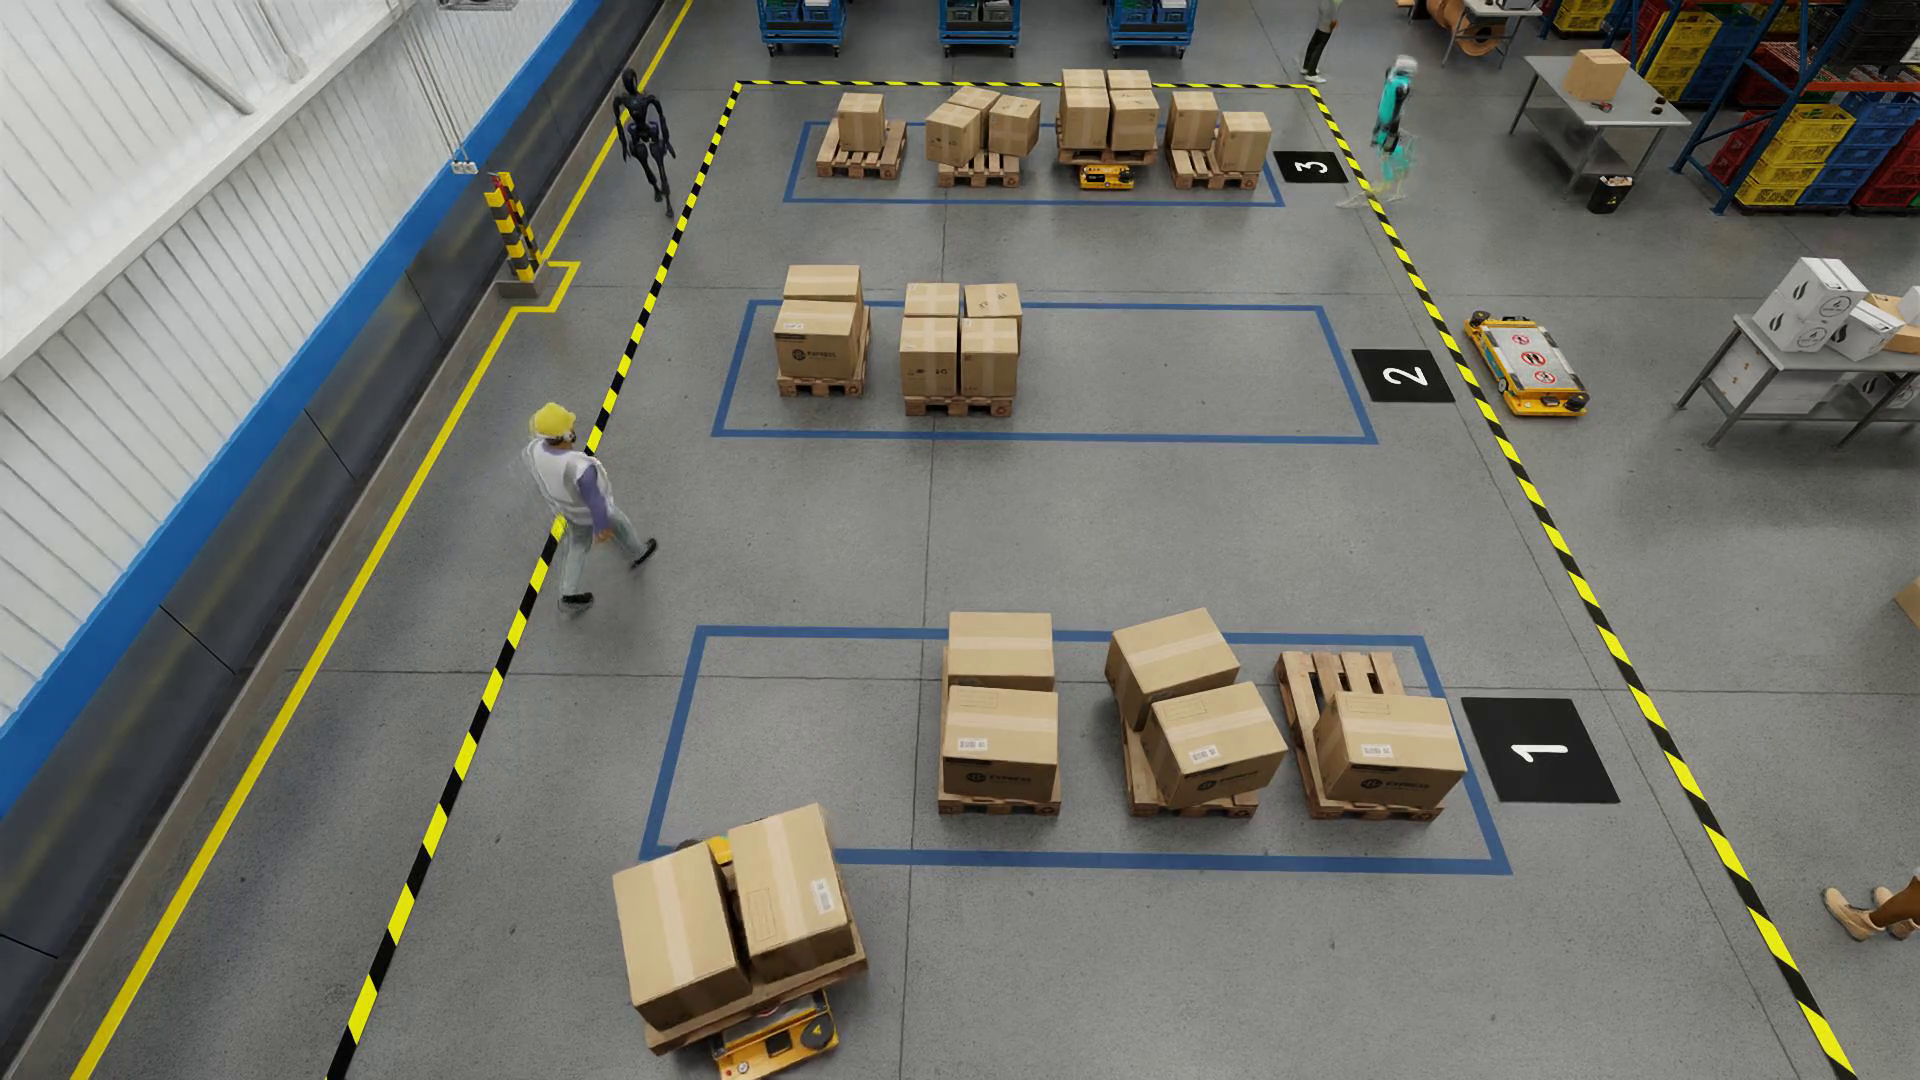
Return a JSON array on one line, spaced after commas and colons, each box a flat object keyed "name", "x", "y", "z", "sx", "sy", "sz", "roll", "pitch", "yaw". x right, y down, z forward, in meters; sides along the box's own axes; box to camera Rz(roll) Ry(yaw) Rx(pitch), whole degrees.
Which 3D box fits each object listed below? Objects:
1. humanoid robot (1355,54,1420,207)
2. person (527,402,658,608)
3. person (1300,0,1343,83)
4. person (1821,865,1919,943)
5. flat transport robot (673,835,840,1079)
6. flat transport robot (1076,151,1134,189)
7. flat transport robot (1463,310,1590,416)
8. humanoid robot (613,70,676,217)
[{"name": "humanoid robot", "x": 5.056, "y": -4.666, "z": 10.512, "sx": 0.735, "sy": 1.677, "sz": 0.533, "roll": 1, "pitch": 49, "yaw": 1}, {"name": "person", "x": -2.806, "y": -0.242, "z": 6.737, "sx": 0.592, "sy": 1.793, "sz": 0.903, "roll": 22, "pitch": 53, "yaw": 18}, {"name": "person", "x": 5.275, "y": -7.497, "z": 12.975, "sx": 0.398, "sy": 1.850, "sz": 0.596, "roll": 2, "pitch": 49, "yaw": 1}, {"name": "person", "x": 5.590, "y": 1.674, "z": 4.909, "sx": 0.613, "sy": 2.047, "sz": 0.356, "roll": 0, "pitch": 49, "yaw": 0}, {"name": "flat transport robot", "x": -1.248, "y": 2.382, "z": 5.453, "sx": 0.652, "sy": 0.197, "sz": 1.431, "roll": -17, "pitch": 51, "yaw": -14}, {"name": "flat transport robot", "x": 1.845, "y": -4.982, "z": 11.827, "sx": 0.652, "sy": 0.197, "sz": 1.431, "roll": 1, "pitch": 49, "yaw": 1}, {"name": "flat transport robot", "x": 5.573, "y": -1.757, "z": 9.054, "sx": 0.659, "sy": 0.231, "sz": 1.431, "roll": 1, "pitch": 49, "yaw": 1}, {"name": "humanoid robot", "x": -3.637, "y": -4.600, "z": 10.610, "sx": 0.608, "sy": 1.622, "sz": 0.769, "roll": -8, "pitch": 50, "yaw": -7}]
